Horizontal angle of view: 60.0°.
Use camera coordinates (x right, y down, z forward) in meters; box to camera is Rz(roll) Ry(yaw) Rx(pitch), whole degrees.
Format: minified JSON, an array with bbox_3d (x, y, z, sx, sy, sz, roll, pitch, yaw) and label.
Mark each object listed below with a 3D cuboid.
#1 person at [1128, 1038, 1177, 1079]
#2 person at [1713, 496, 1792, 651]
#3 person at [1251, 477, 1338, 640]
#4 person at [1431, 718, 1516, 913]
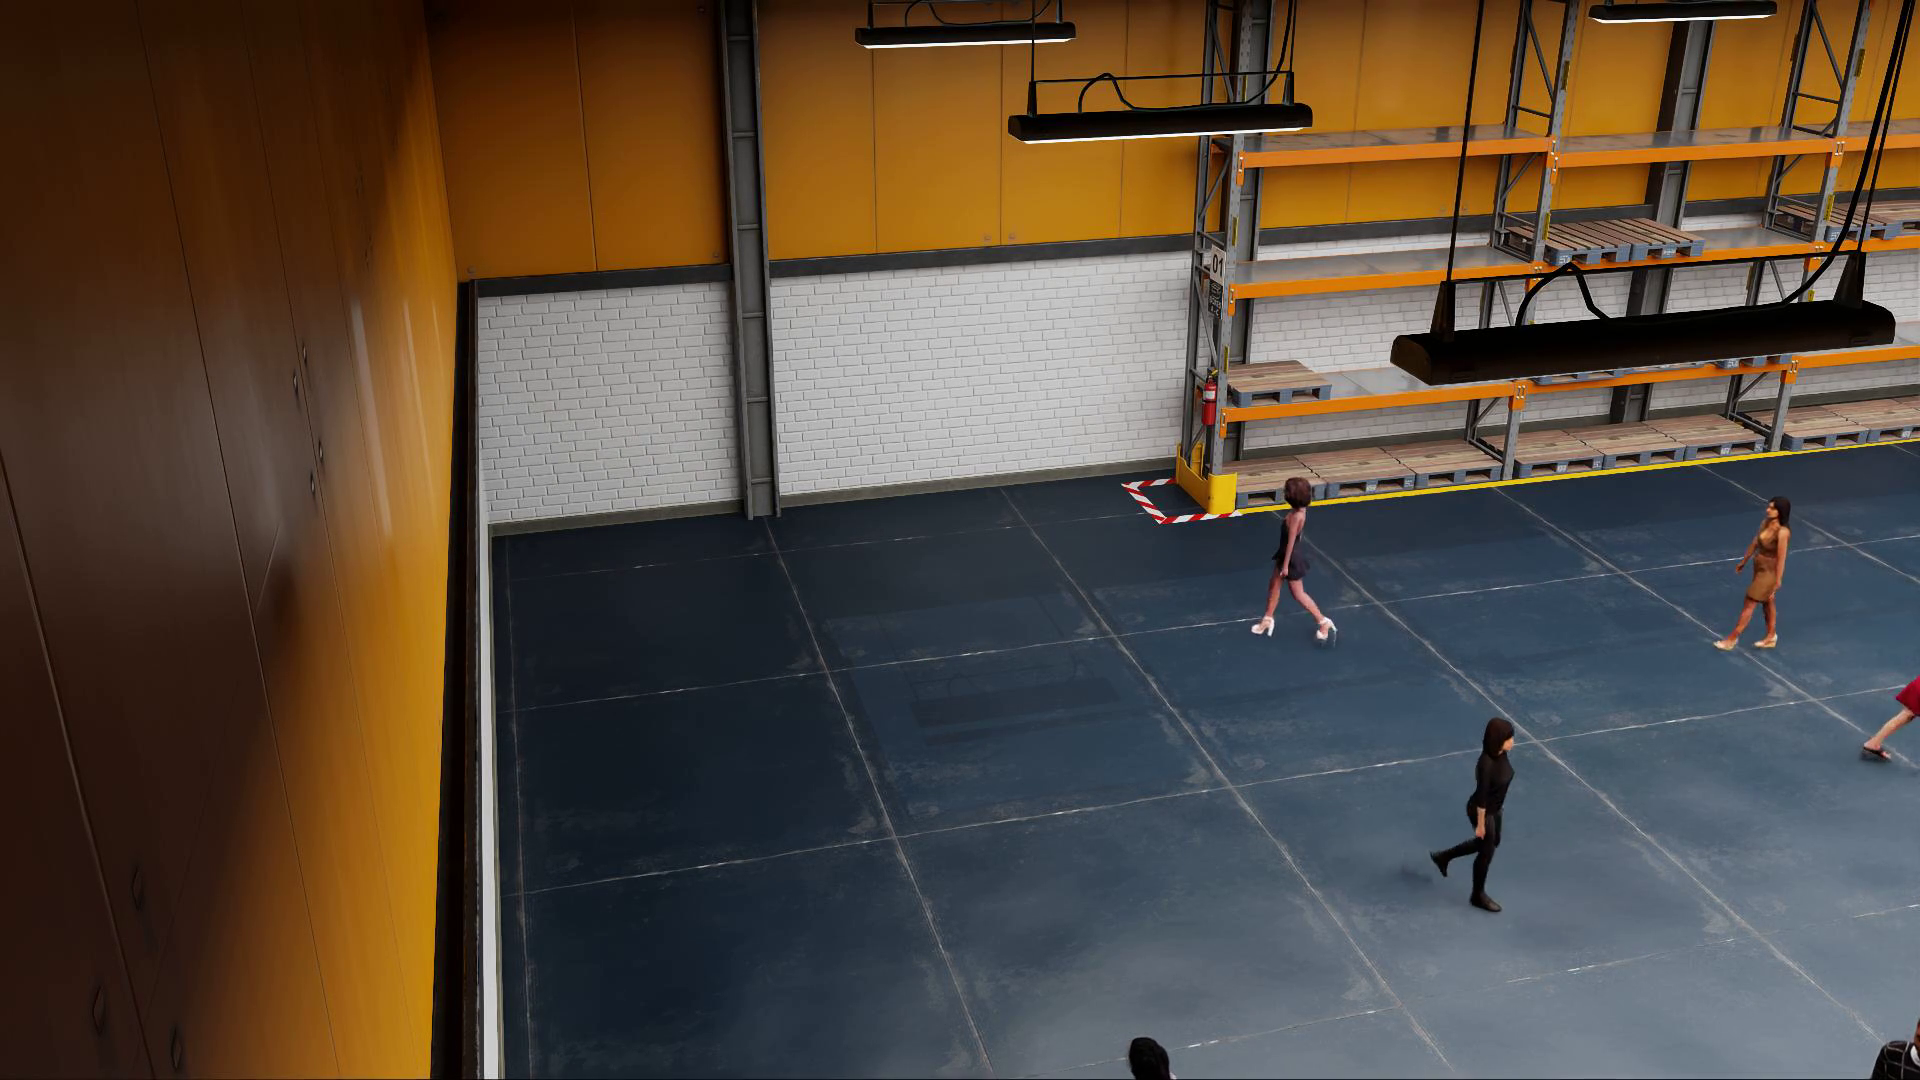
[{"bbox_3d":[1.035,3.480,9.232,0.751,1.734,0.654,18,29,35],"label":"person"},{"bbox_3d":[8.078,0.350,16.484,0.967,1.659,0.739,2,24,4],"label":"person"},{"bbox_3d":[3.404,0.237,16.622,1.144,1.755,0.921,6,24,13],"label":"person"},{"bbox_3d":[3.929,2.044,12.650,0.929,1.626,0.880,14,27,30],"label":"person"}]
